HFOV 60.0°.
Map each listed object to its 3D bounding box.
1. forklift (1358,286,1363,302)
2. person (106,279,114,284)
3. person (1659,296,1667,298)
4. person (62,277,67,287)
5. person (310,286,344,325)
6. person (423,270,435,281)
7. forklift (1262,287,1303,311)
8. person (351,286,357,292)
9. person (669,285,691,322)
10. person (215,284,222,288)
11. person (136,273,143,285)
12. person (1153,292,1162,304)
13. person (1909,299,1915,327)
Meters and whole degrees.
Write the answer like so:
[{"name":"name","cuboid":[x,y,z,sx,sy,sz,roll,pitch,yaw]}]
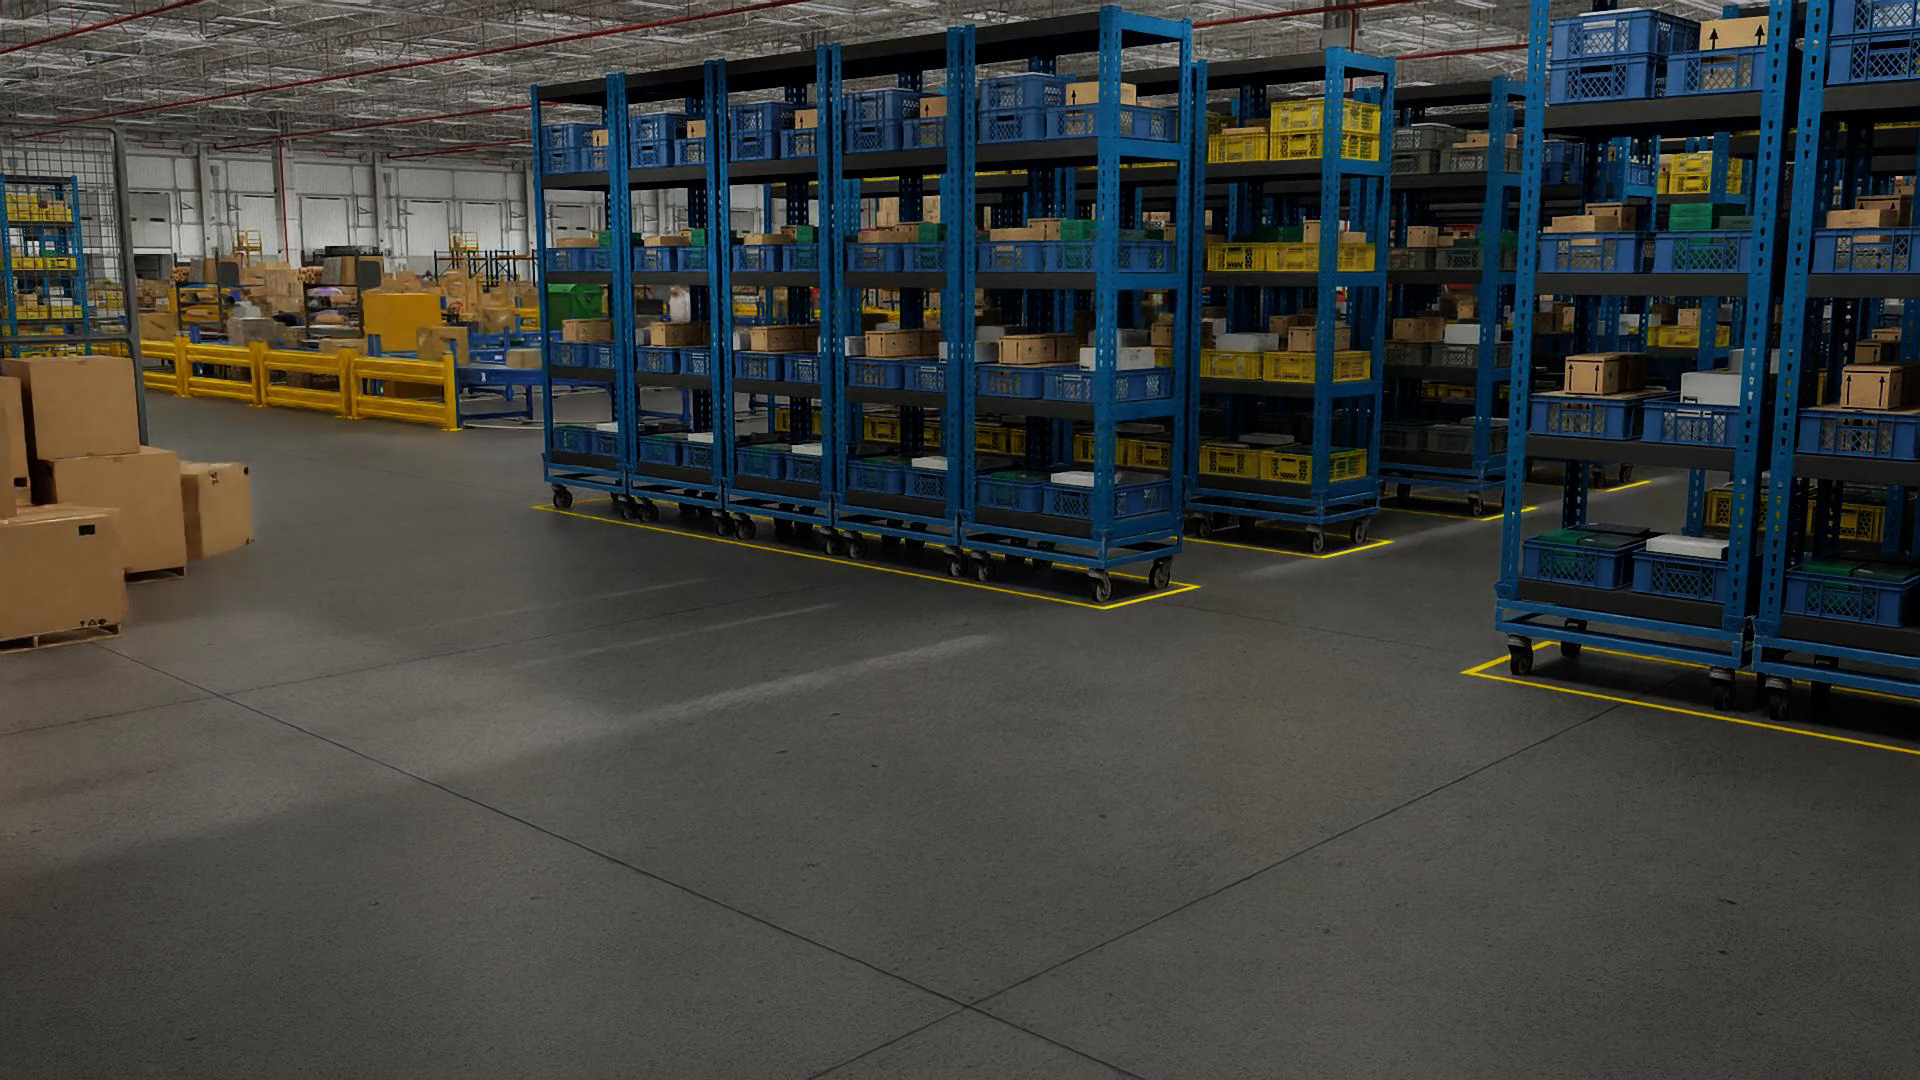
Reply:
[{"name":"forklift","cuboid":[11.100,-7.017,46.970,1.873,2.768,1.129,9,13,43]},{"name":"person","cuboid":[-32.900,-9.260,64.341,0.887,1.697,0.493,2,9,10]},{"name":"person","cuboid":[15.962,-4.949,37.735,0.559,1.756,0.530,-8,12,-39]},{"name":"person","cuboid":[-42.056,-11.525,77.980,0.502,1.787,1.022,3,10,19]},{"name":"person","cuboid":[-12.407,-4.258,32.641,0.605,2.034,0.389,-5,11,-29]},{"name":"person","cuboid":[-27.553,-13.013,86.295,0.685,2.000,0.692,7,12,38]},{"name":"forklift","cuboid":[10.769,-8.203,54.240,1.129,2.768,1.873,8,12,42]},{"name":"person","cuboid":[-31.945,-13.176,87.642,0.363,1.928,0.587,0,9,1]},{"name":"person","cuboid":[-5.450,-4.220,32.908,0.763,1.879,0.537,7,12,38]},{"name":"person","cuboid":[-25.680,-8.285,57.684,0.988,1.931,0.608,-7,12,-36]},{"name":"person","cuboid":[-42.609,-12.932,86.413,0.623,1.845,0.430,6,11,33]},{"name":"person","cuboid":[6.349,-7.454,53.458,0.280,1.632,0.501,-3,10,-19]},{"name":"person","cuboid":[12.273,-2.394,21.331,0.390,1.992,0.624,5,11,28]}]
